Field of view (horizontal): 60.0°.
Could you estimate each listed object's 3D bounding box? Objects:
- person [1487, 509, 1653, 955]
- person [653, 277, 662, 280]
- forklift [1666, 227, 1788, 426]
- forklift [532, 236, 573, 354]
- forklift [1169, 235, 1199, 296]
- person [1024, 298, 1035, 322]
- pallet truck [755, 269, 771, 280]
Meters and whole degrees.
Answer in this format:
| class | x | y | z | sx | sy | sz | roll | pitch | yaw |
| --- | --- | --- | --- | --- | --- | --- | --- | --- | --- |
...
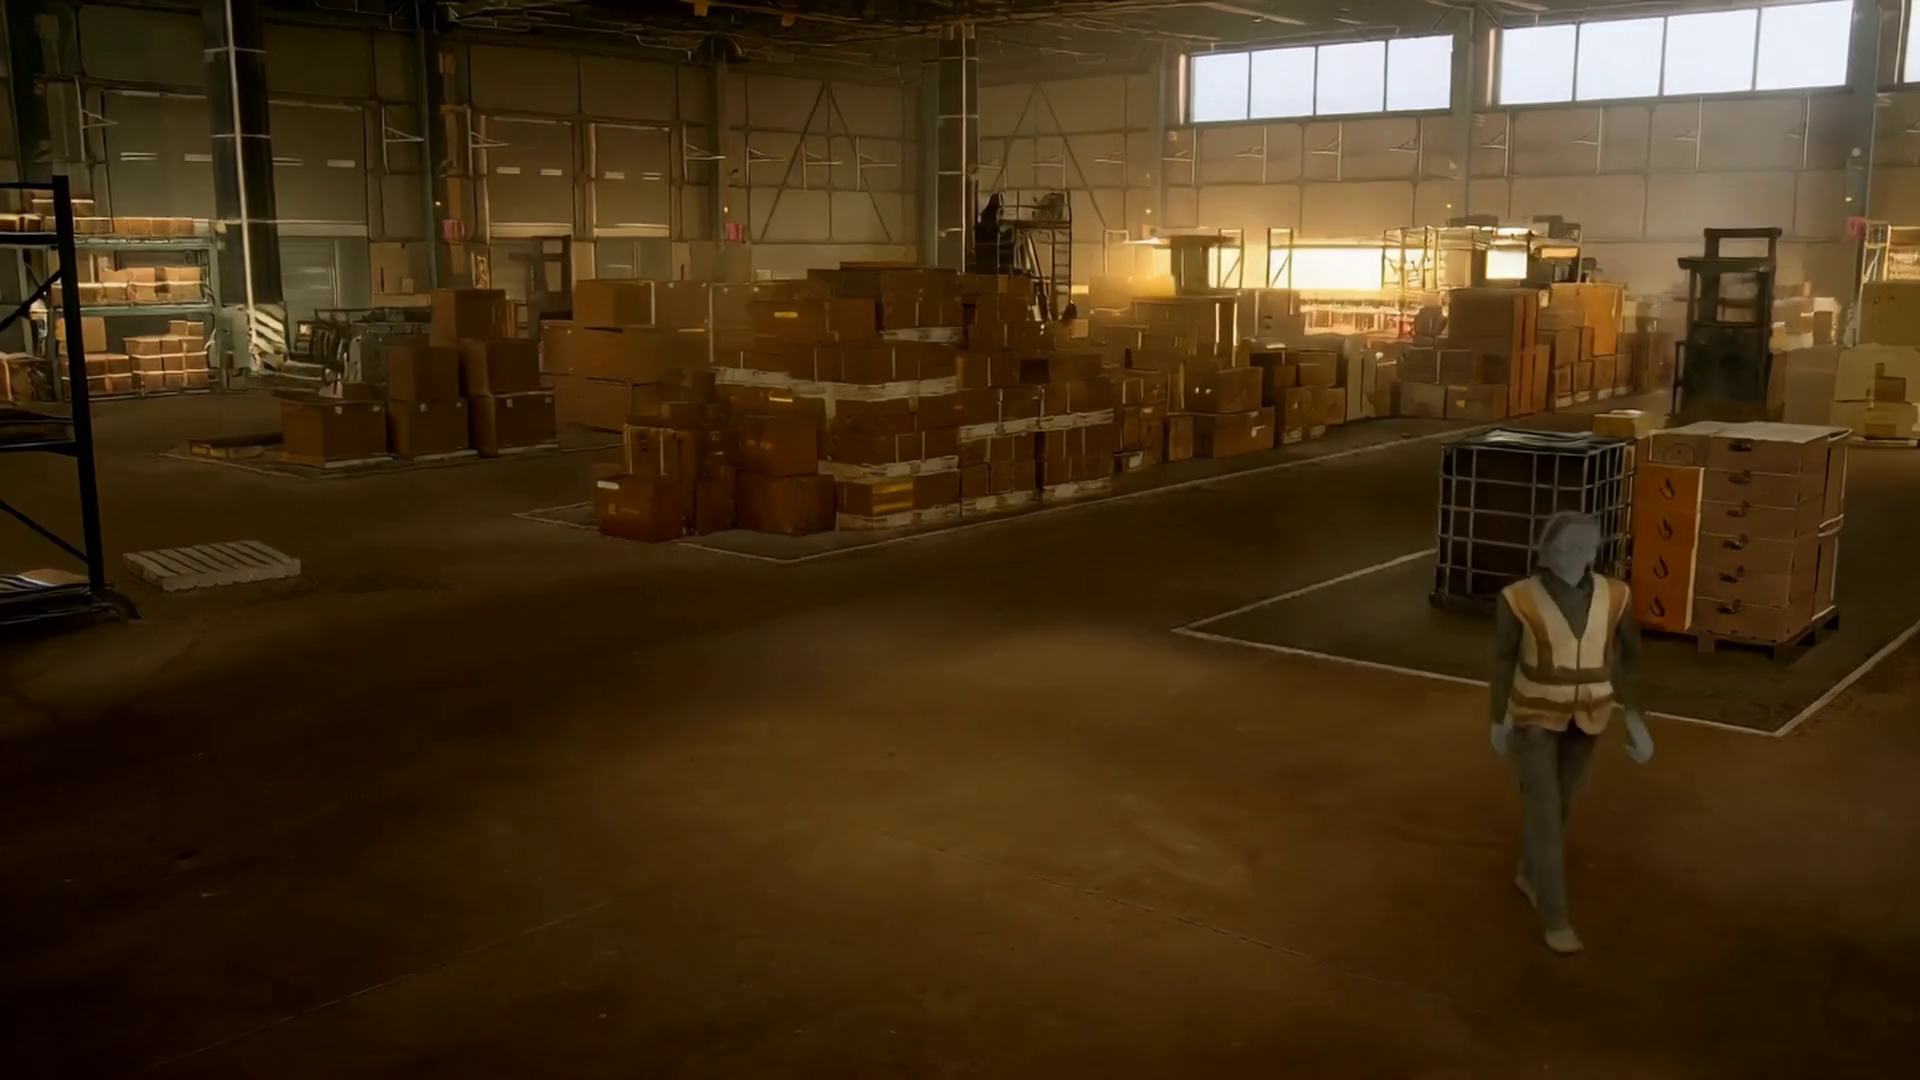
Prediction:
| class | x | y | z | sx | sy | sz | roll | pitch | yaw |
| --- | --- | --- | --- | --- | --- | --- | --- | --- | --- |
| person | 2.236 | 0.690 | 6.104 | 0.530 | 1.593 | 0.845 | -1 | 10 | -5 |
| person | -6.517 | -4.725 | 36.016 | 0.634 | 1.930 | 0.384 | -5 | 11 | -26 |
| forklift | 10.869 | -2.974 | 23.322 | 1.129 | 2.768 | 1.873 | 8 | 13 | 39 |
| forklift | -9.587 | -5.788 | 39.344 | 1.873 | 2.768 | 1.129 | 8 | 13 | 40 |
| forklift | 5.022 | -5.455 | 37.453 | 1.873 | 2.768 | 1.129 | 7 | 12 | 33 |
| person | 0.813 | -2.511 | 23.537 | 0.632 | 1.884 | 1.004 | 4 | 11 | 19 |
| pallet truck | -4.996 | -6.432 | 45.525 | 1.885 | 1.965 | 0.823 | -6 | 12 | -32 |
